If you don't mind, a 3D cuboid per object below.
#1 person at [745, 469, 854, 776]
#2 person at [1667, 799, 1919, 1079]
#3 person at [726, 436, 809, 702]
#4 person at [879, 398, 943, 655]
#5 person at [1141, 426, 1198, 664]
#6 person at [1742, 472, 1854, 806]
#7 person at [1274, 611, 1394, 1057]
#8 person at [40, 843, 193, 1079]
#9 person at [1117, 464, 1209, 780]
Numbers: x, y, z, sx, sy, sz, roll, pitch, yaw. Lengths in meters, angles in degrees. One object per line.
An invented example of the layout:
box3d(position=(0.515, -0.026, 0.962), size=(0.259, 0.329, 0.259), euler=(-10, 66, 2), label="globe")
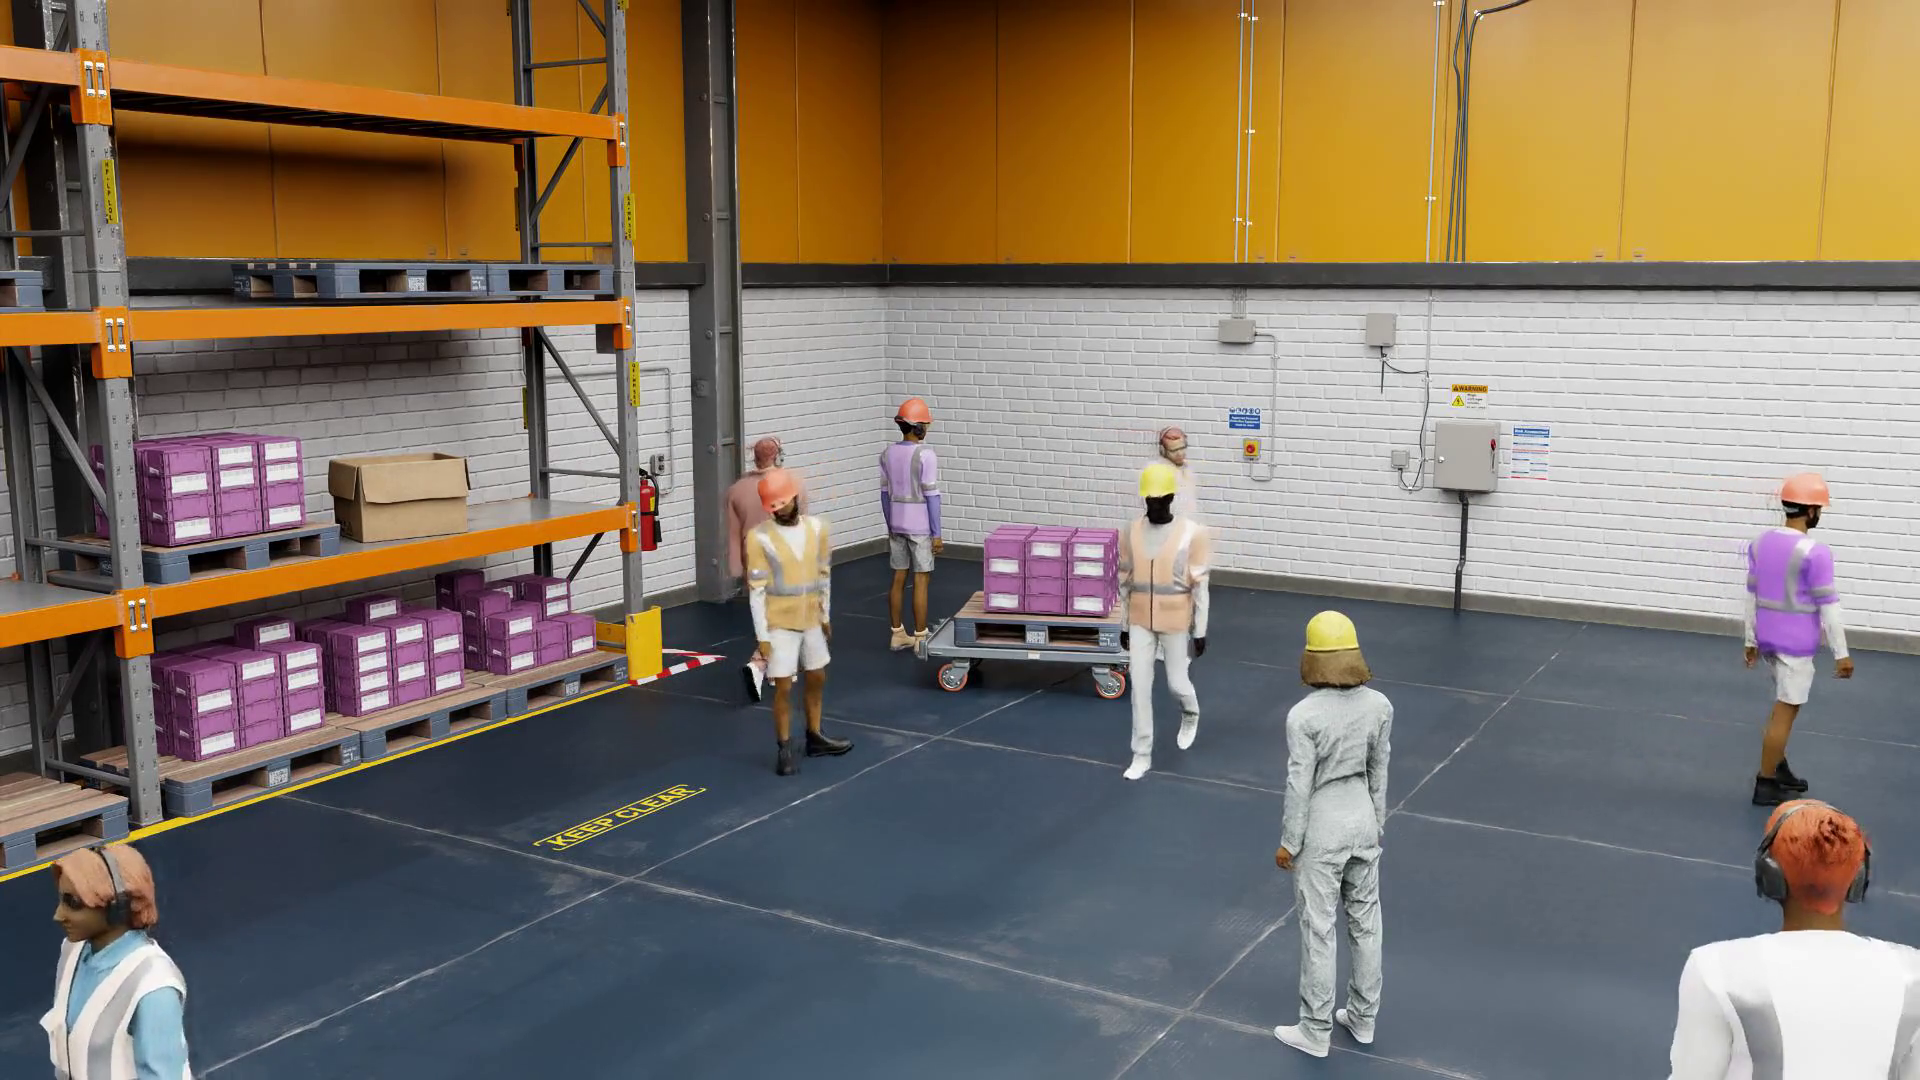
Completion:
box3d(position=(-0.947, 0.485, 10.094), size=(0.766, 1.880, 0.426), euler=(-7, 12, -39), label="person")
box3d(position=(1.879, 1.517, 3.699), size=(0.589, 1.872, 0.543), euler=(0, 9, 0), label="person")
box3d(position=(-1.382, 0.200, 11.899), size=(0.643, 1.880, 0.805), euler=(5, 10, 28), label="person")
box3d(position=(-0.368, -0.105, 13.272), size=(0.608, 2.044, 0.371), euler=(8, 12, 42), label="person")
box3d(position=(1.654, 0.045, 12.873), size=(0.419, 1.870, 0.689), euler=(6, 11, 32), label="person")
box3d(position=(4.798, 0.573, 9.430), size=(0.602, 1.919, 0.560), euler=(-2, 9, -11), label="person")
box3d(position=(1.441, 1.136, 6.484), size=(0.483, 1.736, 0.311), euler=(-4, 10, -25), label="person")
box3d(position=(-2.096, 1.544, 4.245), size=(0.530, 1.626, 0.437), euler=(8, 12, 40), label="person")
box3d(position=(1.254, 0.464, 10.173), size=(0.595, 1.901, 0.811), euler=(5, 10, 27), label="person")
